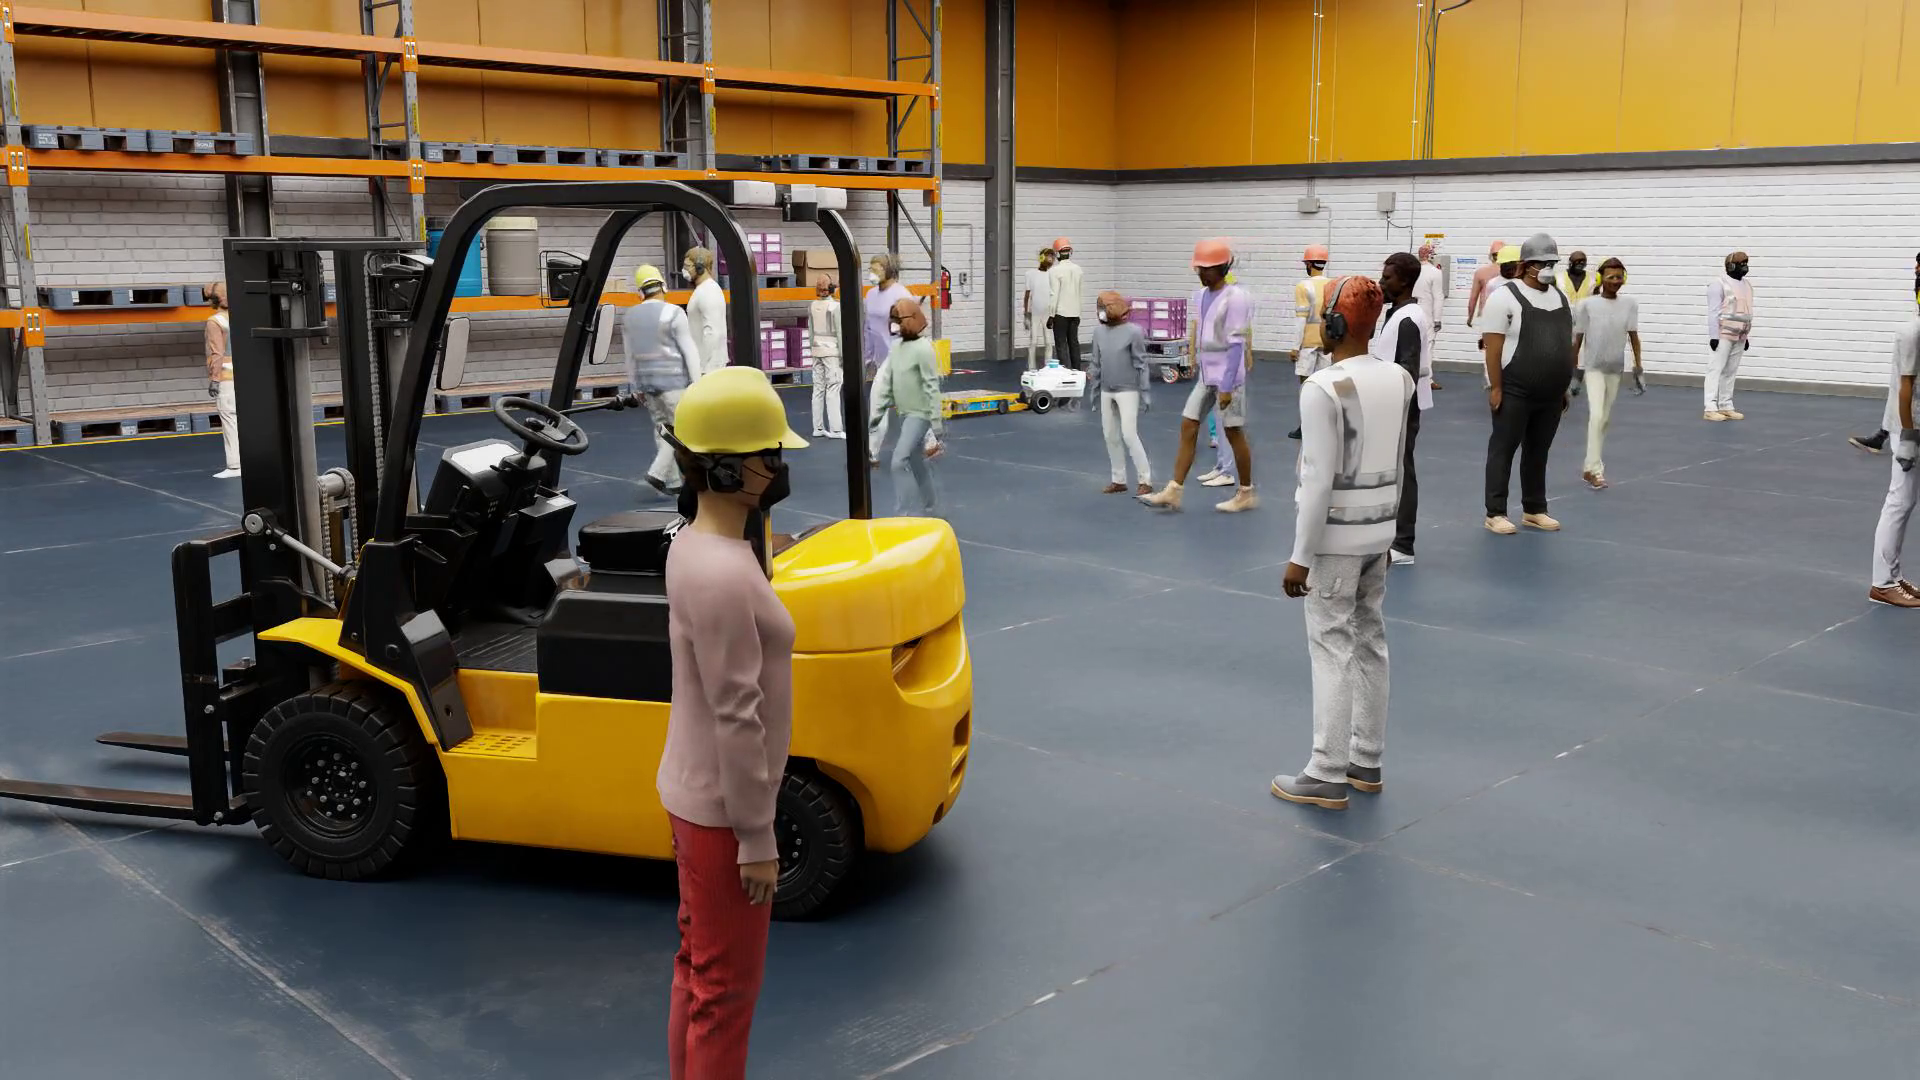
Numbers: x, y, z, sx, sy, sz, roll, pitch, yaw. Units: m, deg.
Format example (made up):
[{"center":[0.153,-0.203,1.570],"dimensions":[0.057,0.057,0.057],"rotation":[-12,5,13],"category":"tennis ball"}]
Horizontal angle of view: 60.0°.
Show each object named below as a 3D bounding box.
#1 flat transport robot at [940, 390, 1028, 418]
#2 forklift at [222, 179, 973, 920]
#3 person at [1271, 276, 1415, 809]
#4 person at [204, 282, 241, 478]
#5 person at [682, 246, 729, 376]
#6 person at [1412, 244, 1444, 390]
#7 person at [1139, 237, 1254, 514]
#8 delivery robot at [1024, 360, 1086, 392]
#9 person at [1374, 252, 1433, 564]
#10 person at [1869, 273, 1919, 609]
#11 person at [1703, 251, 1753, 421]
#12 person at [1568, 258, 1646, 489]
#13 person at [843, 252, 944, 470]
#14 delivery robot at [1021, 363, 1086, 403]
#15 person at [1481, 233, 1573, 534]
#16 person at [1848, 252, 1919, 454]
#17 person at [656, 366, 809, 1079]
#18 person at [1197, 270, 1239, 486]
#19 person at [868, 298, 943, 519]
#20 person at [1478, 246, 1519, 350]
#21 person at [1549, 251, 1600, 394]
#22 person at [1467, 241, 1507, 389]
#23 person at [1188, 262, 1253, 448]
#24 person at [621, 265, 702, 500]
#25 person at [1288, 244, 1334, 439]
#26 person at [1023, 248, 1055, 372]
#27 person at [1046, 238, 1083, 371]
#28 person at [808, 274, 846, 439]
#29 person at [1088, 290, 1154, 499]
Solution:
[{"center":[0.041,-1.549,18.820],"dimensions":[1.431,0.197,0.652],"rotation":[-10,14,-43],"category":"flat transport robot"},{"center":[-1.114,-0.058,5.440],"dimensions":[2.313,2.155,1.214],"rotation":[2,11,13],"category":"forklift"},{"center":[1.362,0.011,5.914],"dimensions":[0.582,1.882,0.351],"rotation":[-10,14,-43],"category":"person"},{"center":[-6.119,-1.335,13.917],"dimensions":[0.307,1.639,0.525],"rotation":[1,10,4],"category":"person"},{"center":[-2.047,-1.398,13.451],"dimensions":[0.354,1.936,0.635],"rotation":[-2,11,-9],"category":"person"},{"center":[6.101,-2.933,21.902],"dimensions":[0.399,1.909,0.642],"rotation":[-7,13,-34],"category":"person"},{"center":[1.747,-1.156,11.966],"dimensions":[0.959,1.994,0.640],"rotation":[-4,11,-21],"category":"person"},{"center":[1.121,-1.885,19.621],"dimensions":[0.707,0.478,0.477],"rotation":[-4,11,-21],"category":"delivery robot"},{"center":[2.709,-0.806,10.265],"dimensions":[0.392,1.922,0.593],"rotation":[1,10,7],"category":"person"},{"center":[5.250,-0.567,9.124],"dimensions":[0.327,1.865,0.520],"rotation":[8,13,37],"category":"person"},{"center":[8.447,-2.230,18.245],"dimensions":[0.619,1.847,0.430],"rotation":[-6,12,-29],"category":"person"},{"center":[5.210,-1.314,13.280],"dimensions":[0.516,1.842,0.830],"rotation":[-1,10,-5],"category":"person"},{"center":[-0.542,-1.552,14.446],"dimensions":[1.029,1.894,0.616],"rotation":[-6,12,-29],"category":"person"},{"center":[1.078,-1.790,19.103],"dimensions":[0.707,0.478,0.477],"rotation":[-4,11,-20],"category":"delivery robot"},{"center":[3.913,-1.061,11.328],"dimensions":[0.675,2.000,0.536],"rotation":[-4,11,-21],"category":"person"},{"center":[8.819,-1.701,15.205],"dimensions":[1.045,1.901,0.625],"rotation":[1,10,8],"category":"person"},{"center":[-0.453,0.534,3.378],"dimensions":[0.315,1.769,0.523],"rotation":[-3,11,-16],"category":"person"},{"center":[2.099,-1.316,13.471],"dimensions":[0.313,1.769,0.523],"rotation":[0,10,3],"category":"person"},{"center":[-0.388,-0.782,10.982],"dimensions":[0.675,1.609,0.512],"rotation":[-5,12,-26],"category":"person"},{"center":[6.050,-2.303,18.484],"dimensions":[0.785,1.895,0.615],"rotation":[-10,15,-44],"category":"person"},{"center":[7.780,-2.745,21.104],"dimensions":[0.668,1.816,0.594],"rotation":[1,10,8],"category":"person"},{"center":[7.083,-2.981,22.068],"dimensions":[0.606,1.950,1.021],"rotation":[1,10,3],"category":"person"},{"center":[2.466,-1.774,15.779],"dimensions":[0.611,1.828,0.494],"rotation":[3,11,16],"category":"person"},{"center":[-2.258,-1.186,12.671],"dimensions":[0.661,1.795,0.534],"rotation":[6,12,29],"category":"person"},{"center":[3.506,-1.965,16.539],"dimensions":[0.553,1.935,0.361],"rotation":[-6,12,-29],"category":"person"},{"center":[1.119,-3.085,22.969],"dimensions":[0.533,1.846,0.391],"rotation":[-3,11,-18],"category":"person"},{"center":[1.361,-2.970,21.887],"dimensions":[0.612,1.986,0.400],"rotation":[-10,14,-43],"category":"person"},{"center":[-1.309,-1.818,16.565],"dimensions":[0.314,1.638,0.528],"rotation":[-10,14,-44],"category":"person"},{"center":[1.257,-1.129,12.944],"dimensions":[0.358,1.600,0.613],"rotation":[-10,14,-43],"category":"person"}]
